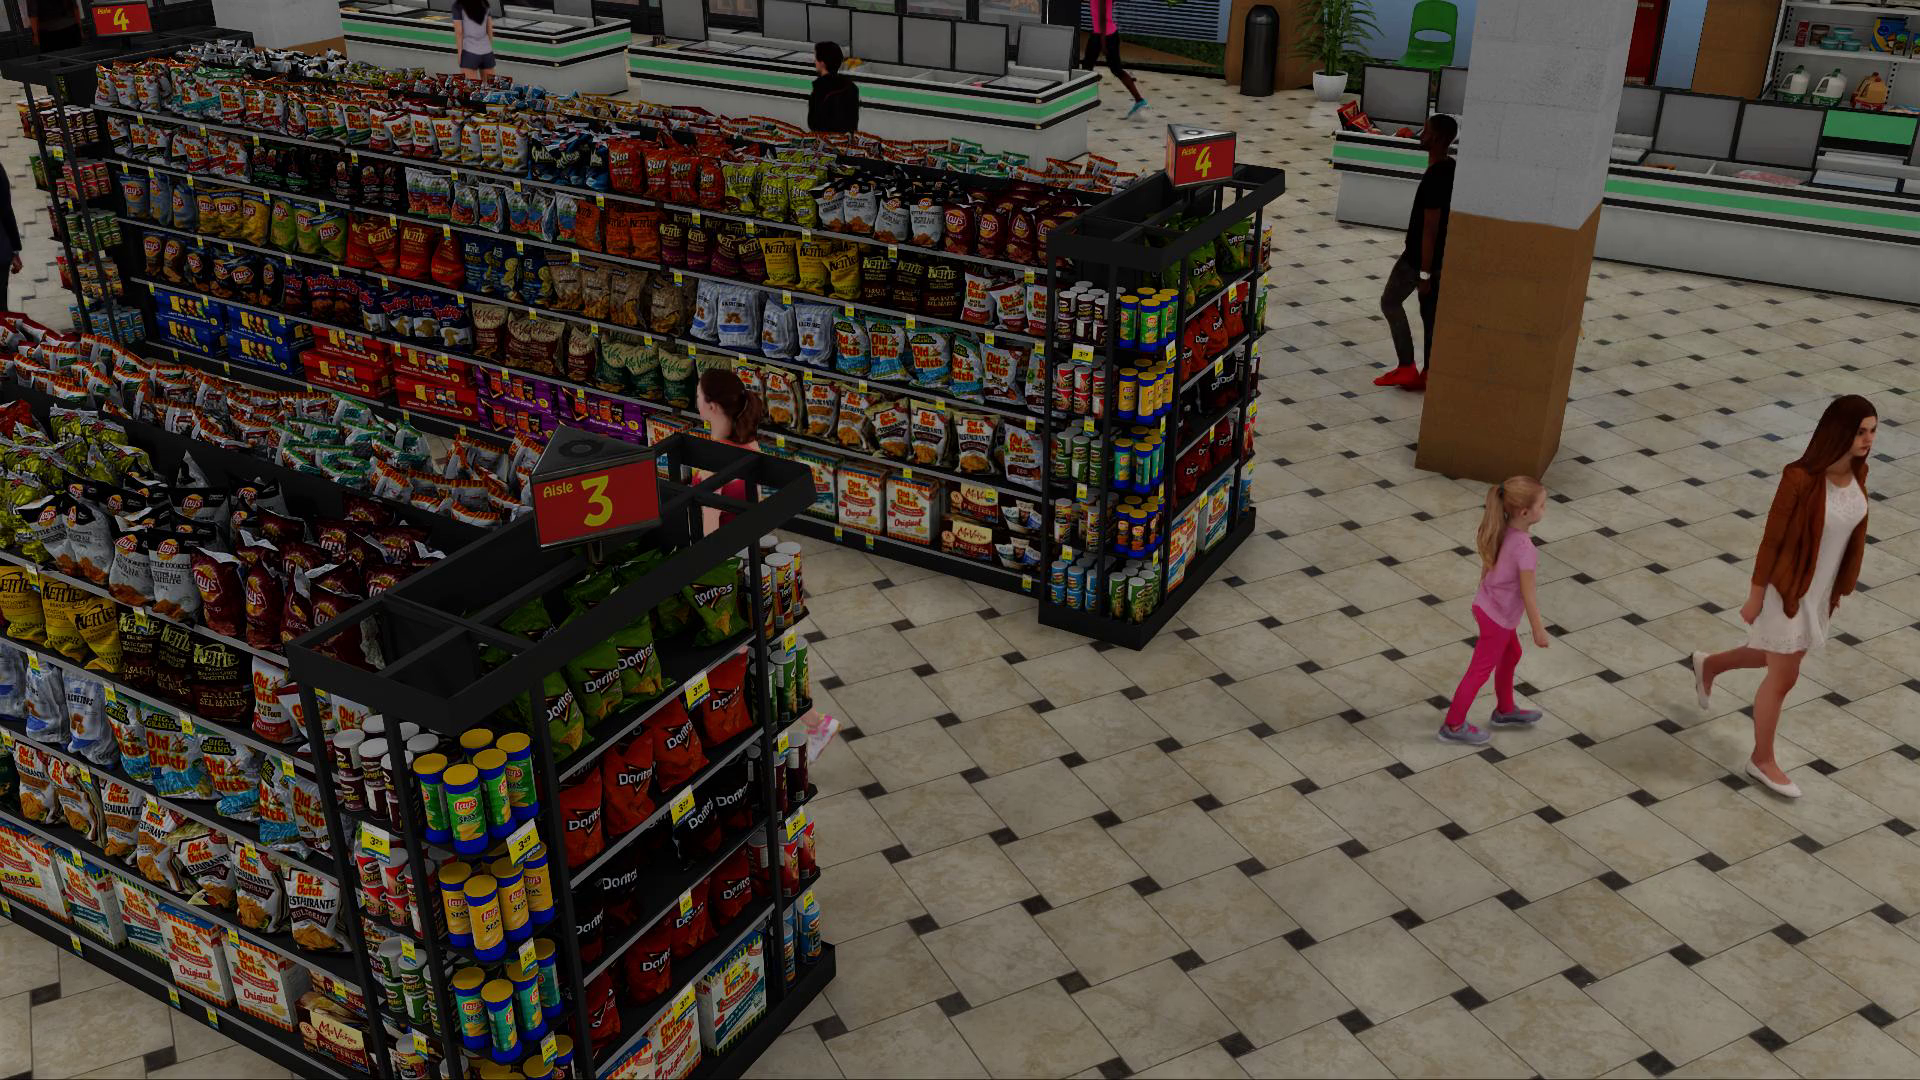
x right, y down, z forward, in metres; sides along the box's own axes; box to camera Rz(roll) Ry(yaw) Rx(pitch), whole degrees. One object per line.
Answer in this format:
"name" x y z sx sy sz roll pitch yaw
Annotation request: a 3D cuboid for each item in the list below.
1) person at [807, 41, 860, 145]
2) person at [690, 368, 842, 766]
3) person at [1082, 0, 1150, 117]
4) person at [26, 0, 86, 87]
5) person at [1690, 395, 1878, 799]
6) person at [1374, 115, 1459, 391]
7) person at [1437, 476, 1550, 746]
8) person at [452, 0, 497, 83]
"person" -0.894 -2.843 12.651 0.886 1.825 0.709 15 30 26
"person" -0.878 0.153 6.853 1.112 1.726 0.708 9 28 17
"person" 1.628 -5.317 17.684 1.142 1.686 0.550 14 30 25
"person" -9.500 -5.319 17.526 0.712 1.834 0.720 20 33 34
"person" 3.371 0.169 6.854 0.974 1.697 1.097 -11 29 -20
"person" 3.062 -1.785 10.602 0.660 1.793 0.667 17 32 31
"person" 2.223 0.314 7.053 0.792 1.257 0.672 2 27 3
"person" -4.936 -4.962 16.963 0.550 1.706 0.605 19 32 32
